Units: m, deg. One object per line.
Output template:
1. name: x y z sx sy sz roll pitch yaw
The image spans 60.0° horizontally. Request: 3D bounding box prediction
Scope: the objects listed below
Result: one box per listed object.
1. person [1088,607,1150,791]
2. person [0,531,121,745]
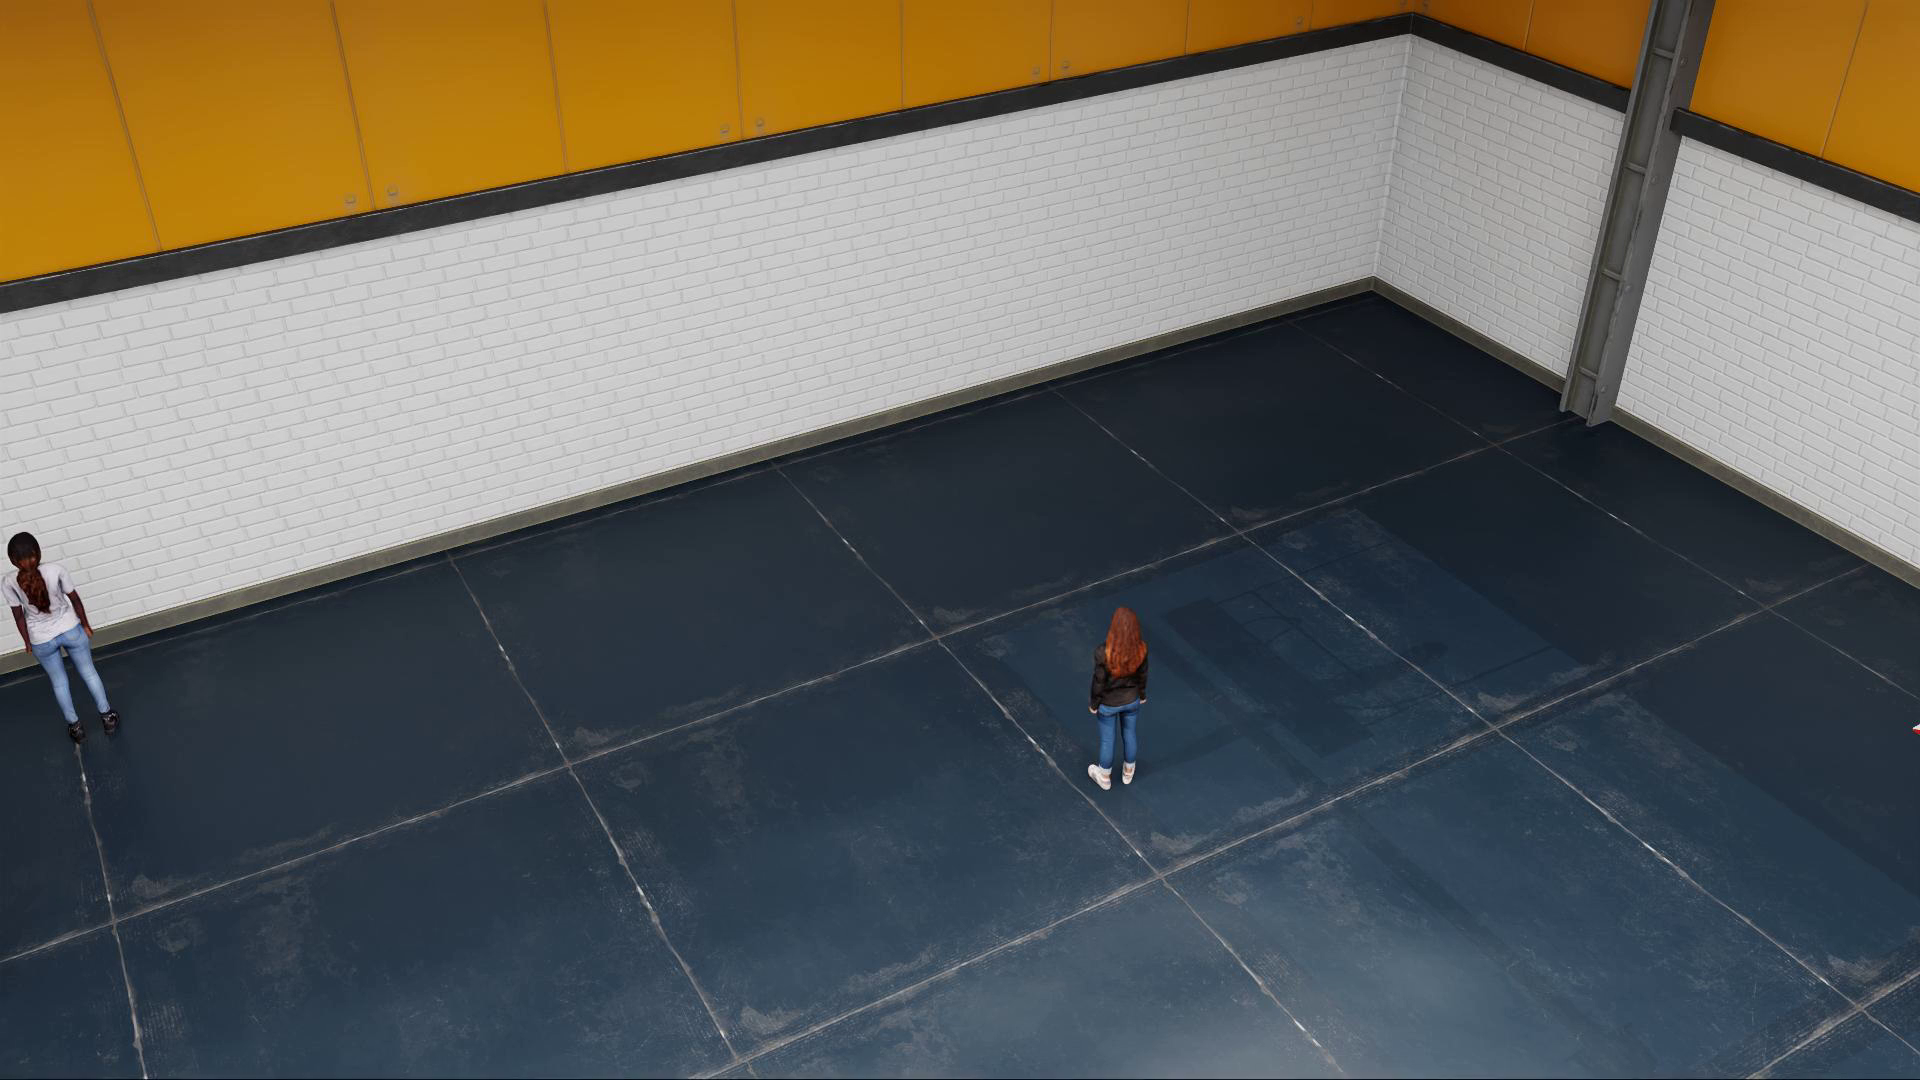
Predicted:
1. person: 1.080 1.067 11.281 0.606 1.483 0.574 -10 35 -14
2. person: -6.330 0.674 11.660 0.585 1.719 0.517 -19 38 -26
